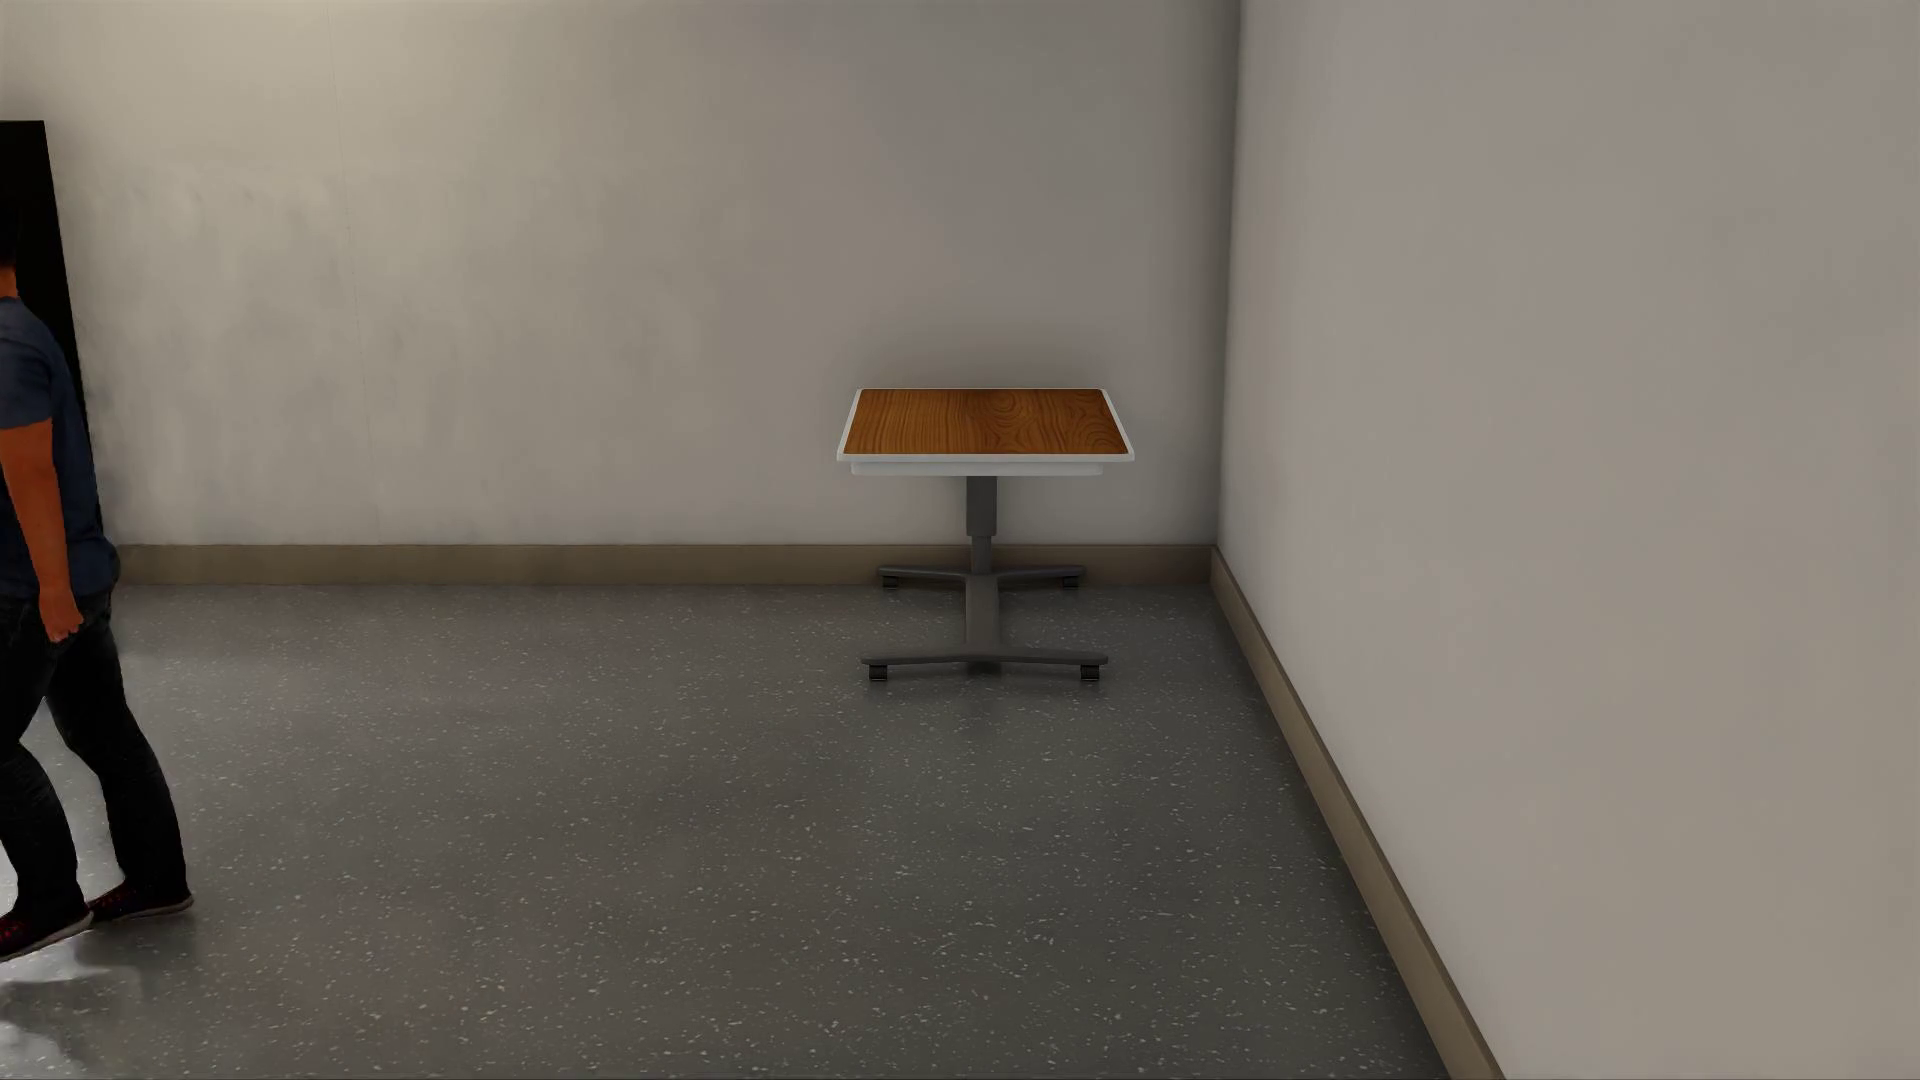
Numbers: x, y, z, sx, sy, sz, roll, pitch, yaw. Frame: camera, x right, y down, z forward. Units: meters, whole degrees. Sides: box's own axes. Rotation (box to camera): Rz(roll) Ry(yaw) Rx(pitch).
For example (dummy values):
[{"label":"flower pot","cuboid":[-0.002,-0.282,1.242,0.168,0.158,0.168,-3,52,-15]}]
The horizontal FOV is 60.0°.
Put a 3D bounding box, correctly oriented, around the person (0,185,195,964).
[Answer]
[{"label":"person","cuboid":[-2.005,0.073,3.824,0.878,1.797,0.830,-8,17,-25]}]
